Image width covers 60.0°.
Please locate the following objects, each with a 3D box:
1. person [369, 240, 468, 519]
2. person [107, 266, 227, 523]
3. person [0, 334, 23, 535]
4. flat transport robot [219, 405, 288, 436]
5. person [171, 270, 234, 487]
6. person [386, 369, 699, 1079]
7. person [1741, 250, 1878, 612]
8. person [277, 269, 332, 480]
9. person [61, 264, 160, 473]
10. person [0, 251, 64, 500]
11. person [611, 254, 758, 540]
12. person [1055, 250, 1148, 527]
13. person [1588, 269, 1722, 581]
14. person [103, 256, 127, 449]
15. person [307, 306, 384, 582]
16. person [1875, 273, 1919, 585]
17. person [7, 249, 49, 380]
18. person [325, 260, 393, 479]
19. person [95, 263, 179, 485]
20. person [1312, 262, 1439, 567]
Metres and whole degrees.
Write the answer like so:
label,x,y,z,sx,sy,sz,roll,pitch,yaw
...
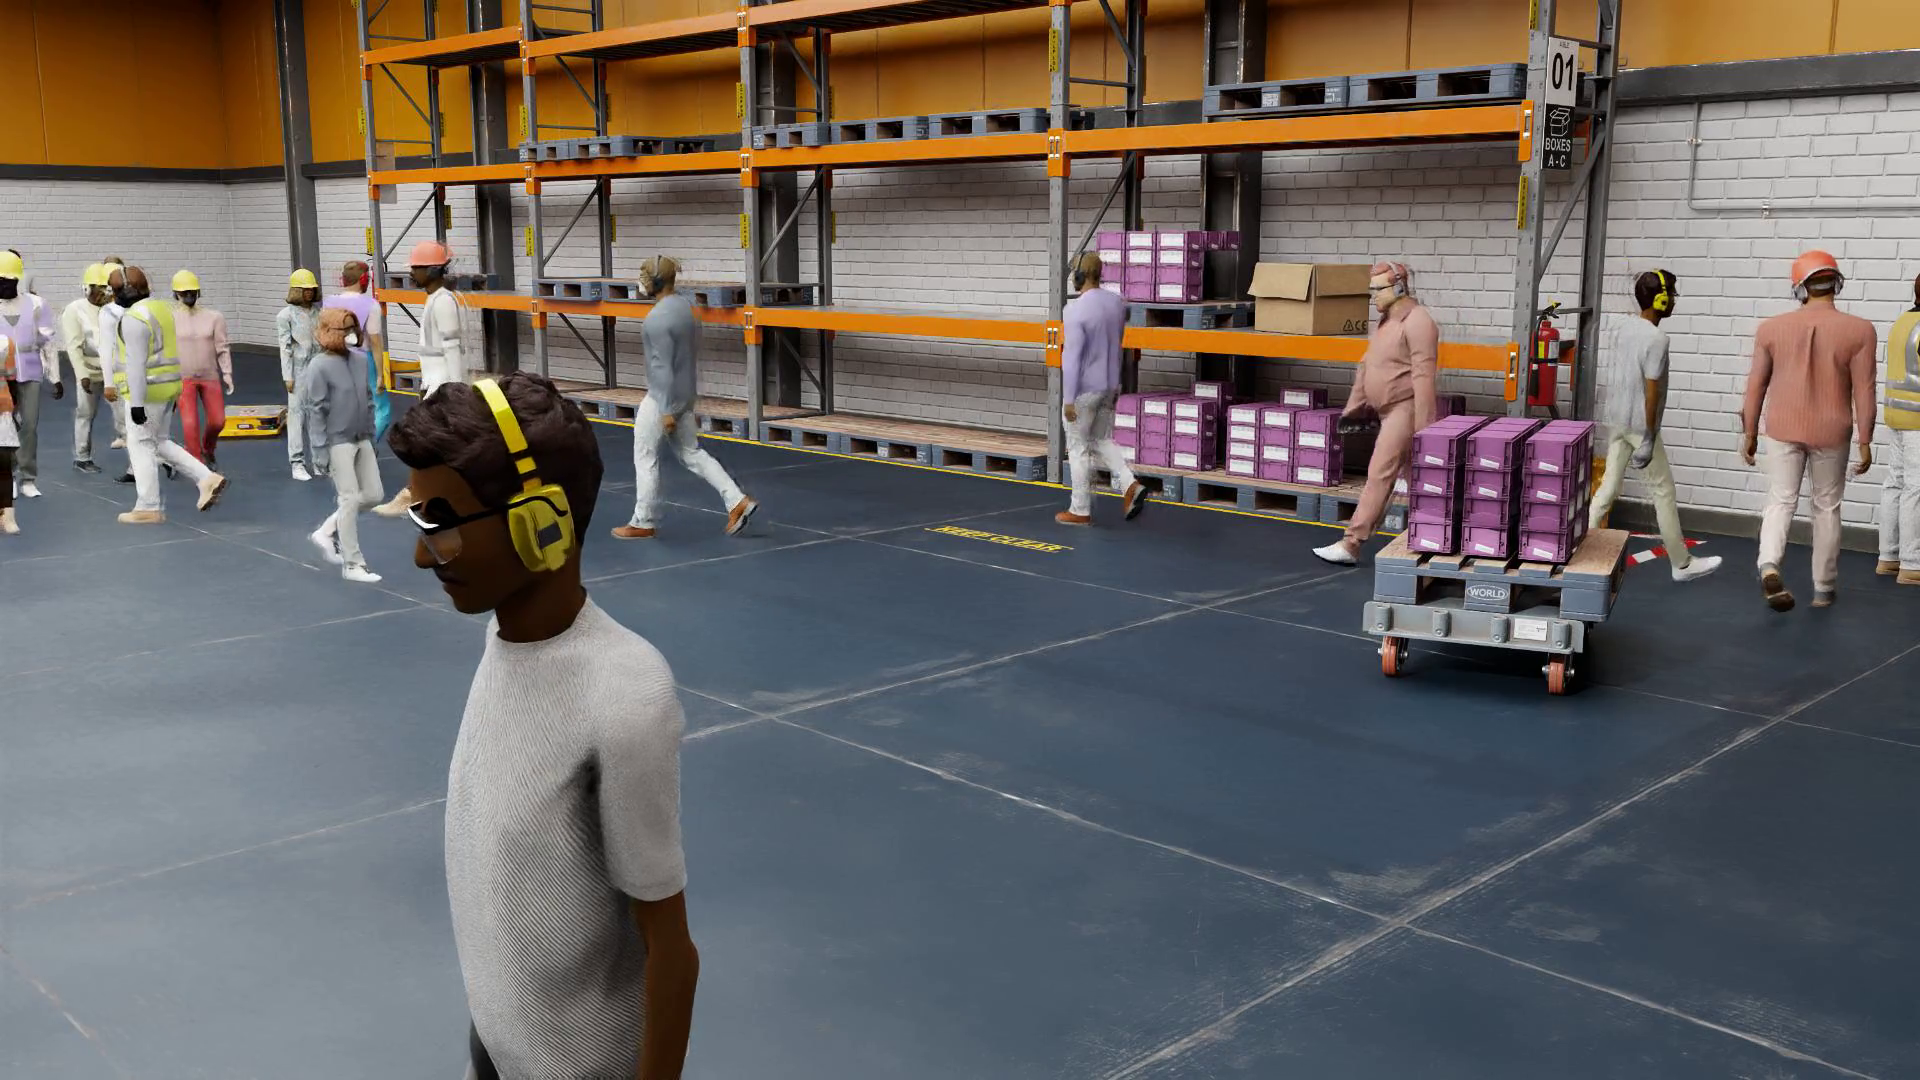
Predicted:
label,x,y,z,sx,sy,sz,roll,pitch,yaw
person,-3.722,-1.161,12.037,1.064,1.992,0.631,-4,11,-20
person,-5.632,-1.013,11.698,0.619,1.812,0.645,-1,10,-7
person,-6.747,-0.879,11.387,0.544,1.667,0.756,-10,15,-44
flat transport robot,-7.320,-1.237,17.118,0.652,0.197,1.431,-3,11,-17
person,-6.216,-1.319,13.514,0.528,1.747,0.583,-7,13,-35
person,-0.516,0.719,2.139,0.331,1.856,0.519,-7,13,-34
person,4.527,-0.570,8.912,0.657,1.958,0.821,7,13,35
person,-5.415,-1.374,13.850,0.296,1.743,0.493,6,12,28
person,-7.214,-1.418,13.995,0.954,1.775,0.610,7,12,32
person,-7.237,-1.251,12.764,0.585,1.899,0.536,-10,14,-43
person,-1.845,-0.929,10.997,0.916,1.909,0.638,2,11,11
person,0.942,-1.020,11.427,0.603,1.925,0.651,9,14,40
person,3.983,-0.644,9.656,0.937,1.827,0.524,-3,11,-14
person,-8.096,-1.814,16.023,0.520,1.825,0.745,1,10,5
person,-3.629,-0.559,9.743,0.463,1.616,0.516,3,11,18
person,5.625,-0.662,9.701,0.429,1.844,0.627,1,10,8
person,-13.117,-3.141,23.270,0.876,1.837,0.525,7,13,34
person,-4.931,-1.376,13.664,0.562,1.822,0.436,4,11,22
person,-6.576,-1.310,13.327,0.686,1.806,0.605,2,11,9
person,2.585,-0.754,10.155,0.965,1.847,0.674,-1,10,-3
